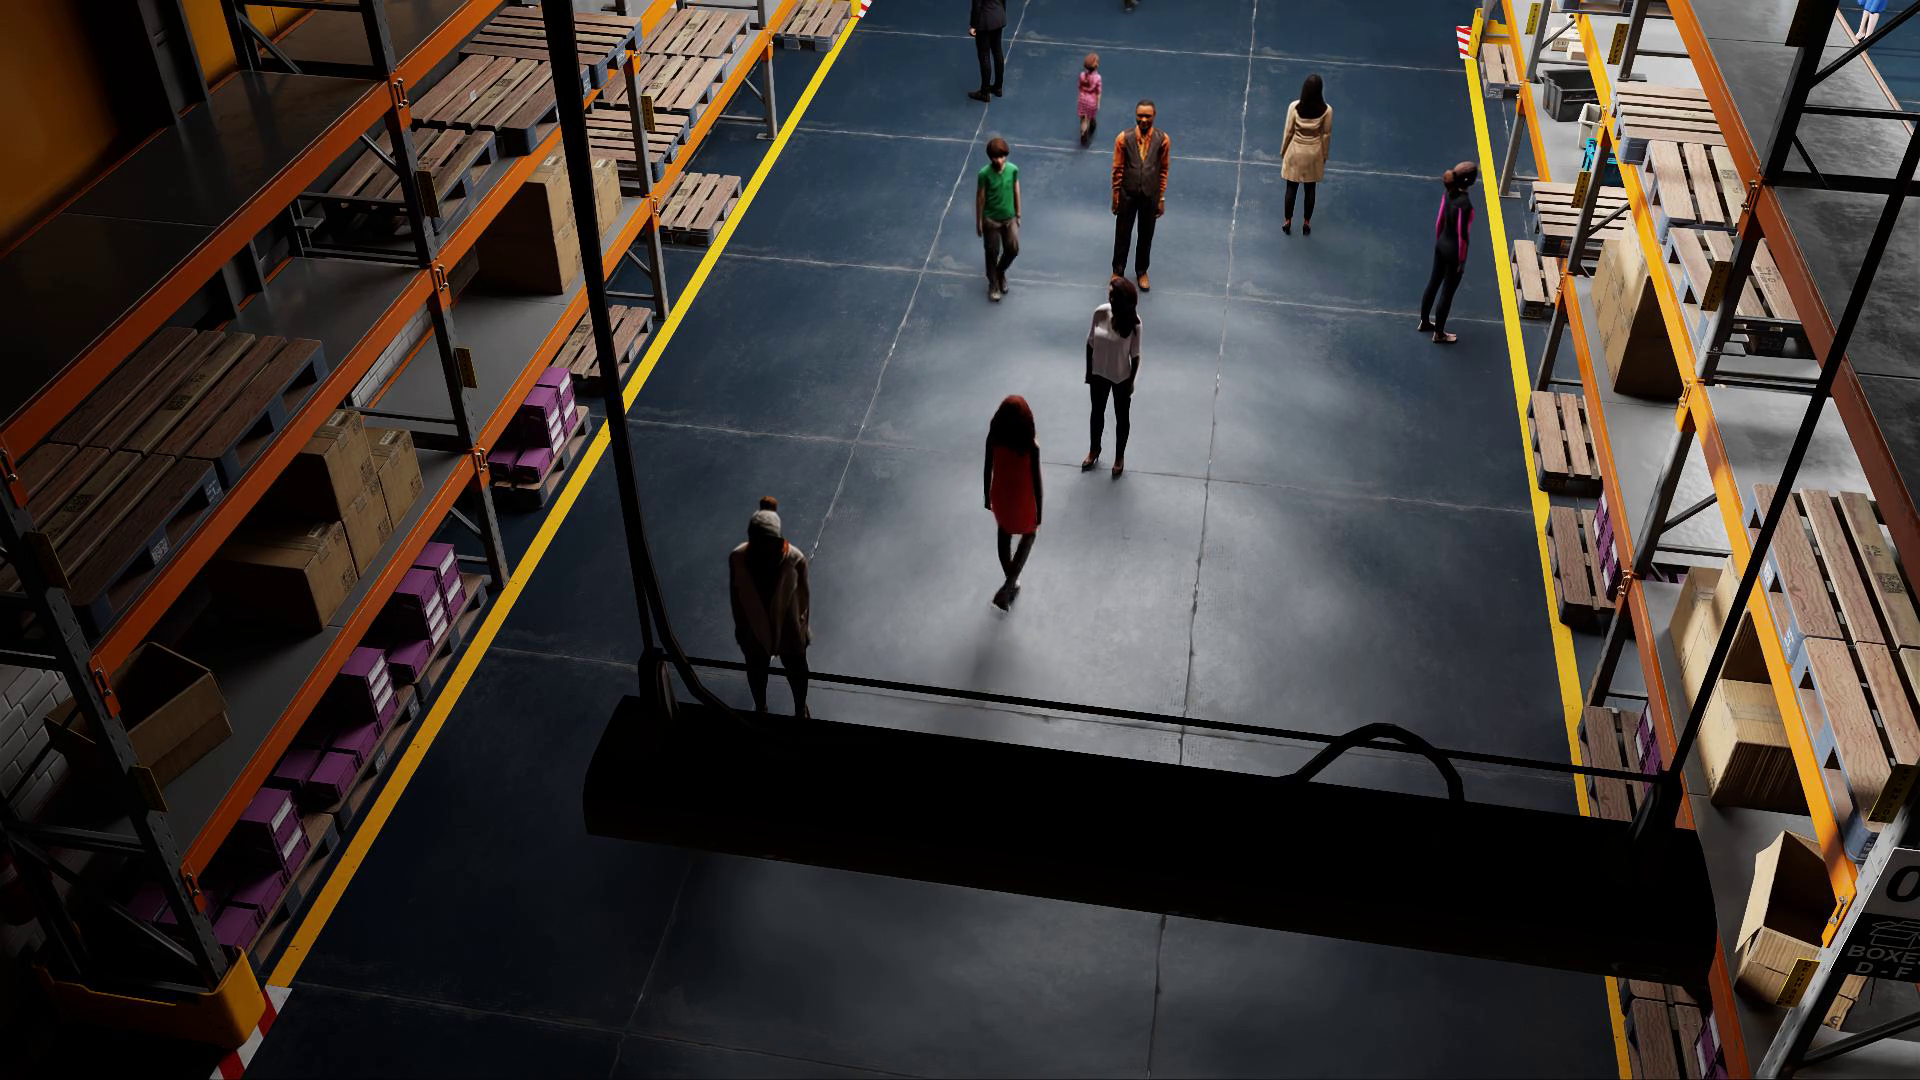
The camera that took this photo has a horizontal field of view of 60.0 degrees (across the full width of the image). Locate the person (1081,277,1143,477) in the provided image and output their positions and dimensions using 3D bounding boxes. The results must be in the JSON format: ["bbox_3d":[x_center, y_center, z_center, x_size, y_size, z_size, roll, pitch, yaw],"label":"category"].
[{"bbox_3d":[1.233,-1.327,13.425,0.658,1.795,0.611,17,42,20],"label":"person"}]

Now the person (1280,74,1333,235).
[{"bbox_3d":[3.452,-3.854,16.680,0.635,1.682,0.529,7,39,9],"label":"person"}]

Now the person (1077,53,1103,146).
[{"bbox_3d":[1.419,-4.895,18.529,0.475,1.001,0.725,10,40,12],"label":"person"}]

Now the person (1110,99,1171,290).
[{"bbox_3d":[1.698,-3.284,15.785,0.706,1.907,0.626,3,39,3],"label":"person"}]

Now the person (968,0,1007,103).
[{"bbox_3d":[0.329,-6.026,19.232,0.747,1.891,0.848,-31,48,-33],"label":"person"}]

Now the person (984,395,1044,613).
[{"bbox_3d":[0.359,-0.209,12.008,0.700,1.816,0.883,14,41,16],"label":"person"}]

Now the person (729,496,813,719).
[{"bbox_3d":[-1.243,0.508,11.051,0.740,1.890,0.729,-1,39,-2],"label":"person"}]

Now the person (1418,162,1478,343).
[{"bbox_3d":[4.447,-2.625,15.085,0.719,1.752,0.638,-12,40,-15],"label":"person"}]

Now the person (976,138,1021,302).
[{"bbox_3d":[0.344,-3.073,15.737,0.698,1.638,0.733,-8,39,-9],"label":"person"}]
